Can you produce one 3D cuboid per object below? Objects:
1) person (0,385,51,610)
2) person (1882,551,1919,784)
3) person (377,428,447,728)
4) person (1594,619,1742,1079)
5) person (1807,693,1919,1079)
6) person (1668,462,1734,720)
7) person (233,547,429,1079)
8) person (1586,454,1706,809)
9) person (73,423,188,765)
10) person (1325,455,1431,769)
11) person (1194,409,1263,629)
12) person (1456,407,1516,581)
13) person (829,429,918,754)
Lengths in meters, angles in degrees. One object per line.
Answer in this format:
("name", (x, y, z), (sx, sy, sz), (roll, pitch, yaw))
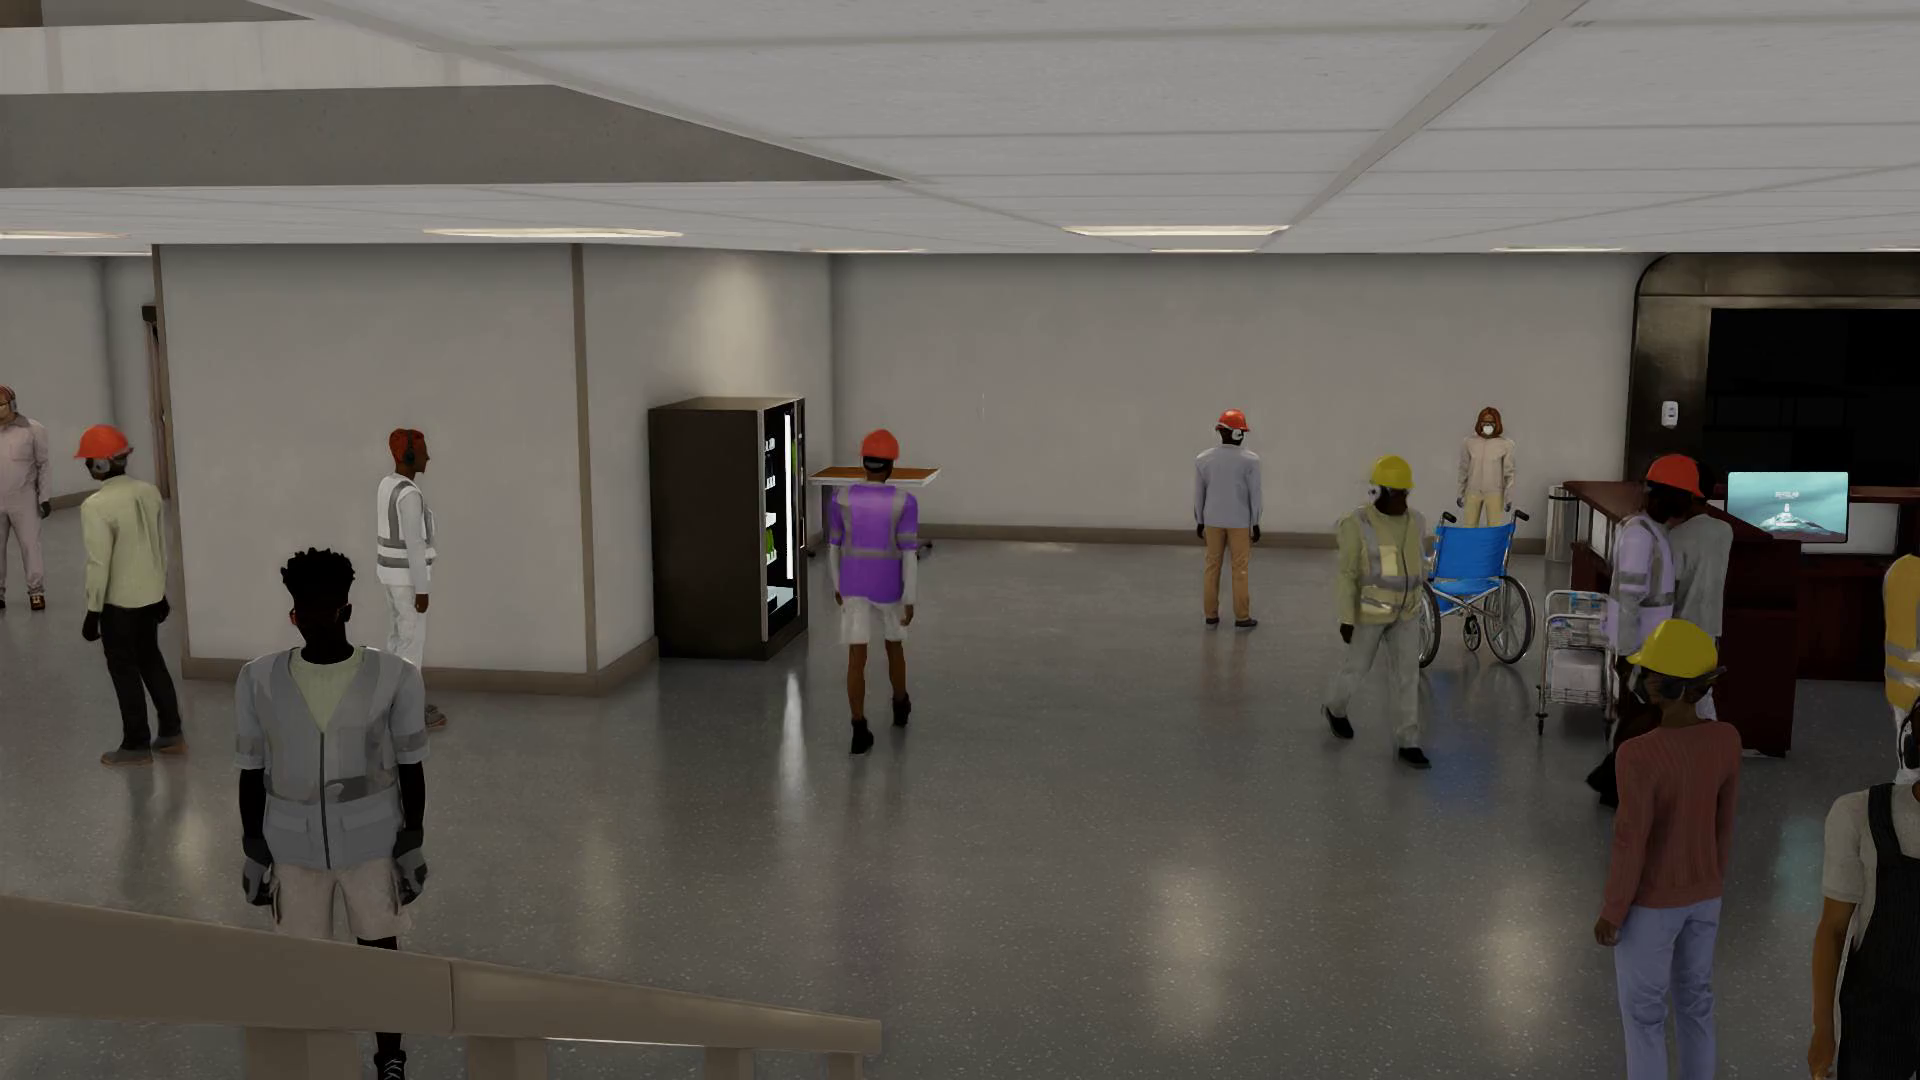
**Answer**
("person", (-7.946, -0.342, 13.886), (0.636, 1.903, 0.405), (-3, 10, -18))
("person", (4.382, 0.734, 7.473), (0.466, 1.834, 0.630), (0, 9, 1))
("person", (-3.440, 0.242, 10.375), (0.351, 1.878, 0.568), (-6, 11, -34))
("person", (2.225, 1.121, 5.266), (0.533, 1.772, 0.297), (-5, 10, -28))
("person", (2.421, 1.255, 4.196), (0.507, 1.846, 0.343), (3, 10, 17))
("person", (3.831, 0.510, 8.764), (0.514, 1.861, 0.322), (-5, 10, -29))
("person", (-2.049, 0.991, 5.457), (0.604, 1.966, 0.367), (-2, 9, -12))
("person", (3.566, 0.507, 8.637), (0.454, 1.903, 0.610), (7, 11, 36))
("person", (-4.798, 0.316, 9.556), (0.399, 1.991, 0.624), (2, 9, 10))
("person", (2.457, 0.377, 9.786), (0.604, 1.796, 0.902), (-3, 10, -18))
("person", (2.148, -0.167, 13.270), (0.563, 1.747, 0.339), (5, 11, 30))
("person", (4.763, -0.395, 15.078), (0.504, 1.627, 0.286), (5, 11, 29))
("person", (-0.513, 0.278, 10.084), (0.557, 1.884, 0.953), (1, 9, 5))
